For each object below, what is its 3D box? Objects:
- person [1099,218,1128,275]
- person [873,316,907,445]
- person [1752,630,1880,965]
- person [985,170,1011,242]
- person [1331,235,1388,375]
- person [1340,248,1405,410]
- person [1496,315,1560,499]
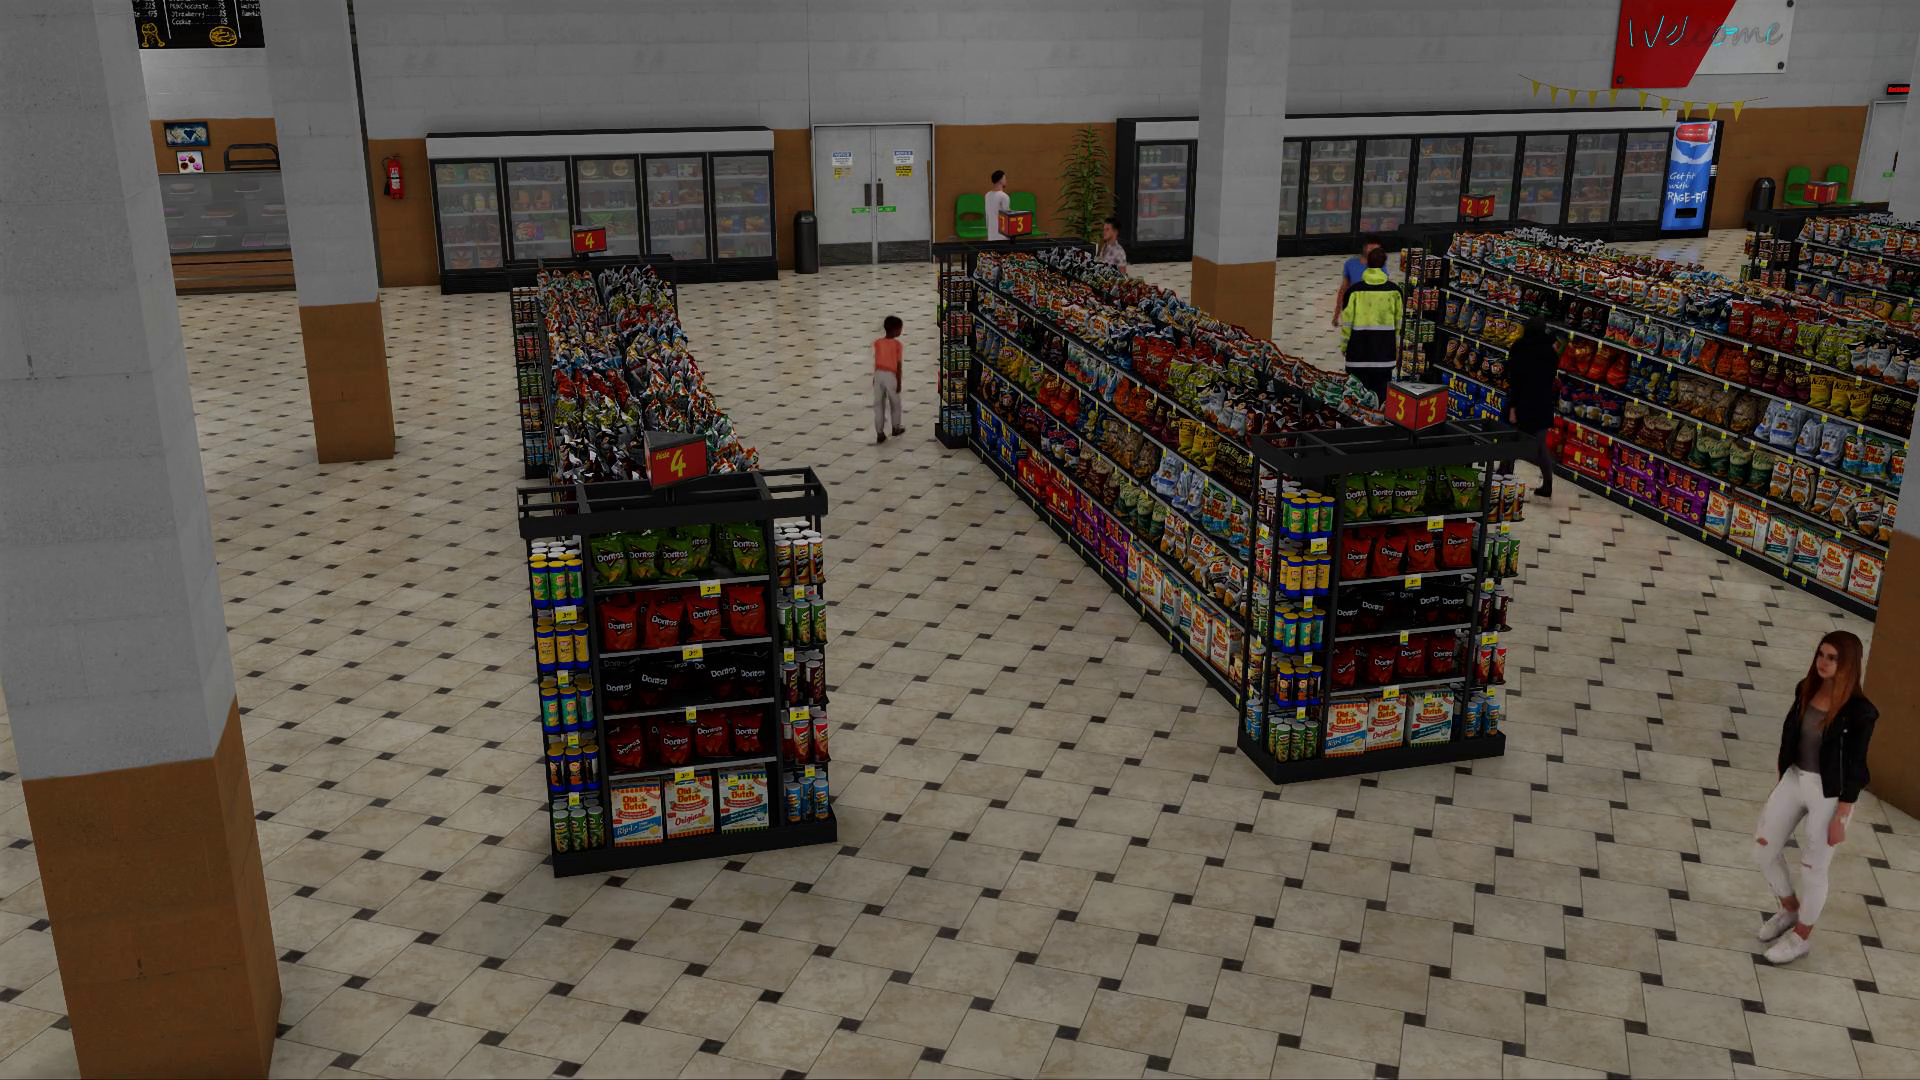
[{"bbox_3d":[1.891,-2.973,20.075,0.719,1.797,0.859,-6,19,-17],"label":"person"},{"bbox_3d":[-0.757,-1.596,16.794,0.738,1.285,0.851,5,19,14],"label":"person"},{"bbox_3d":[4.085,1.204,7.847,0.720,1.695,0.581,-8,20,-21],"label":"person"},{"bbox_3d":[0.580,-4.584,24.786,0.810,1.840,0.666,-16,24,-39],"label":"person"},{"bbox_3d":[4.491,-2.513,18.670,1.243,1.824,1.229,15,23,37],"label":"person"},{"bbox_3d":[4.138,-1.960,16.780,0.837,1.983,0.756,0,19,1],"label":"person"},{"bbox_3d":[5.171,-1.156,14.943,0.677,1.634,1.065,-5,19,-15],"label":"person"}]
